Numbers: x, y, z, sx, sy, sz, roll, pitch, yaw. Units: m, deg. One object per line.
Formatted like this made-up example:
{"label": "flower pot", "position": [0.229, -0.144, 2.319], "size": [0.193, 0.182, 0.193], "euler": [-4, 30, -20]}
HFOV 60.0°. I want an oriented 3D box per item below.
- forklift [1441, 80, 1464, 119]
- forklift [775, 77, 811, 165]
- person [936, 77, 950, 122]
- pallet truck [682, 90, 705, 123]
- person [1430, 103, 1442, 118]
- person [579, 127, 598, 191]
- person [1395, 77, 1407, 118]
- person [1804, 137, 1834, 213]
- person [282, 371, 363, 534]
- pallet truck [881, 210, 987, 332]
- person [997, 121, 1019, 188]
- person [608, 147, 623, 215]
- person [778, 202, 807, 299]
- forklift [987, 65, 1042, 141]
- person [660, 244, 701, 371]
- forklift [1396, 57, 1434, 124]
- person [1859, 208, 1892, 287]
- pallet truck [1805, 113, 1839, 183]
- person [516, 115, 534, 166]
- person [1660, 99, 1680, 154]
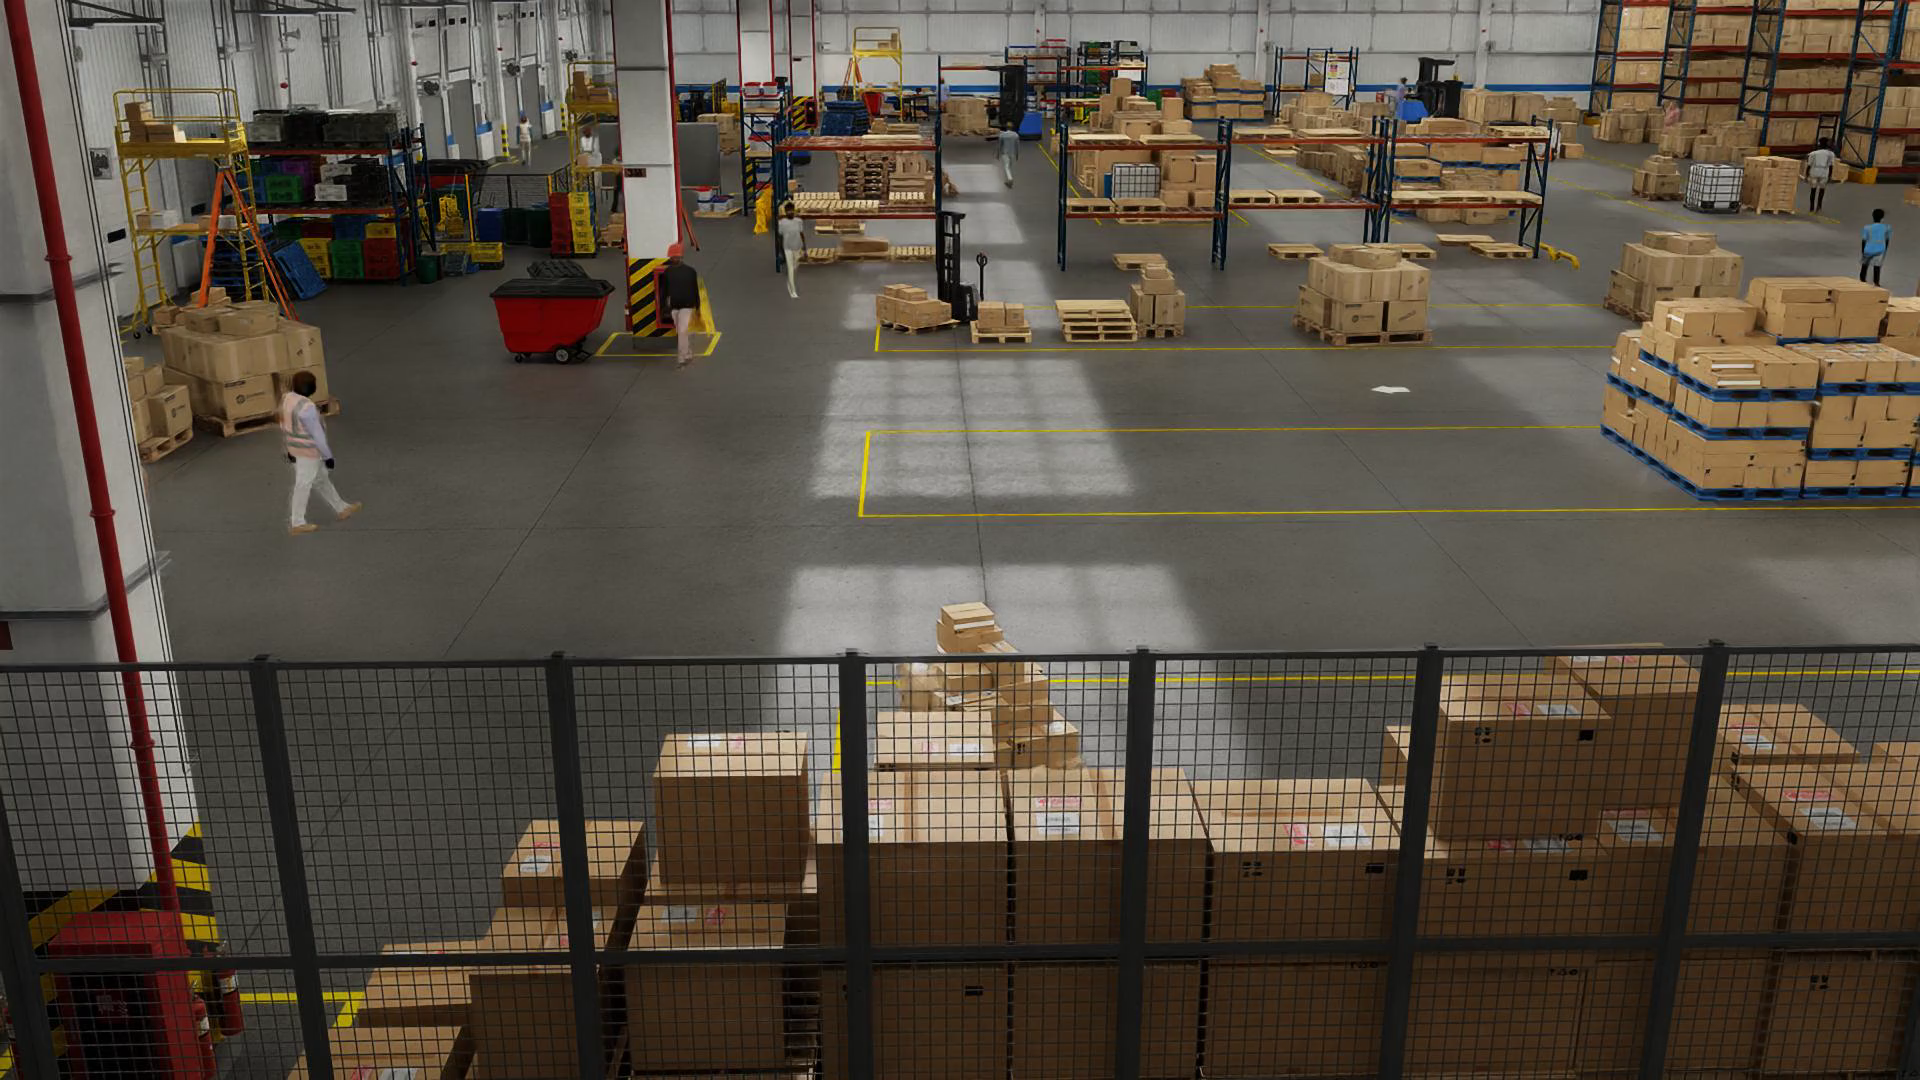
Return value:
{"label": "forklift", "position": [15.644, -13.239, 53.146], "size": [1.873, 2.768, 1.129], "euler": [-1, 19, -1]}
{"label": "forklift", "position": [-5.920, -13.893, 55.085], "size": [1.873, 2.768, 1.129], "euler": [-1, 19, -1]}
{"label": "person", "position": [-0.706, -18.995, 71.755], "size": [0.633, 1.883, 0.827], "euler": [3, 19, 10]}
{"label": "pallet truck", "position": [-9.671, -15.907, 62.421], "size": [0.823, 1.965, 1.885], "euler": [5, 19, 15]}
{"label": "person", "position": [15.820, -13.454, 55.146], "size": [0.623, 1.993, 0.384], "euler": [-1, 19, -2]}
{"label": "person", "position": [-10.765, -11.022, 48.195], "size": [0.569, 1.825, 0.984], "euler": [2, 19, 5]}
{"label": "person", "position": [18.887, -18.803, 71.130], "size": [0.444, 1.920, 0.649], "euler": [3, 19, 8]}
{"label": "person", "position": [22.702, -9.666, 43.980], "size": [0.638, 1.941, 0.774], "euler": [9, 20, 24]}
{"label": "person", "position": [-7.117, -0.993, 18.472], "size": [0.918, 1.798, 0.660], "euler": [-14, 23, -36]}
{"label": "pallet truck", "position": [-0.493, -4.759, 29.349], "size": [1.885, 1.965, 0.823], "euler": [-13, 23, -34]}
{"label": "person", "position": [1.457, -11.394, 49.167], "size": [0.630, 1.914, 0.873], "euler": [-6, 20, -18]}
{"label": "person", "position": [-8.786, -9.234, 42.929], "size": [0.541, 1.795, 0.954], "euler": [-14, 23, -37]}
{"label": "person", "position": [-3.278, -5.640, 32.217], "size": [0.521, 1.840, 0.802], "euler": [-9, 21, -24]}
{"label": "forklift", "position": [2.094, -16.461, 62.703], "size": [1.873, 2.768, 1.129], "euler": [-10, 21, -27]}
{"label": "person", "position": [-4.461, -3.642, 26.091], "size": [0.645, 1.957, 0.857], "euler": [9, 21, 25]}
{"label": "forklift", "position": [19.159, -18.499, 68.750], "size": [1.873, 2.768, 1.129], "euler": [-1, 19, -1]}
{"label": "person", "position": [17.836, -5.623, 32.424], "size": [0.519, 1.660, 0.843], "euler": [6, 20, 19]}
{"label": "pallet truck", "position": [26.403, -11.957, 50.702], "size": [0.823, 1.965, 1.885], "euler": [6, 19, 16]}
{"label": "person", "position": [-14.346, -13.184, 54.904], "size": [0.546, 1.625, 0.375], "euler": [-3, 19, -10]}
{"label": "person", "position": [24.944, -14.527, 58.486], "size": [0.431, 1.891, 0.676], "euler": [-7, 20, -20]}
